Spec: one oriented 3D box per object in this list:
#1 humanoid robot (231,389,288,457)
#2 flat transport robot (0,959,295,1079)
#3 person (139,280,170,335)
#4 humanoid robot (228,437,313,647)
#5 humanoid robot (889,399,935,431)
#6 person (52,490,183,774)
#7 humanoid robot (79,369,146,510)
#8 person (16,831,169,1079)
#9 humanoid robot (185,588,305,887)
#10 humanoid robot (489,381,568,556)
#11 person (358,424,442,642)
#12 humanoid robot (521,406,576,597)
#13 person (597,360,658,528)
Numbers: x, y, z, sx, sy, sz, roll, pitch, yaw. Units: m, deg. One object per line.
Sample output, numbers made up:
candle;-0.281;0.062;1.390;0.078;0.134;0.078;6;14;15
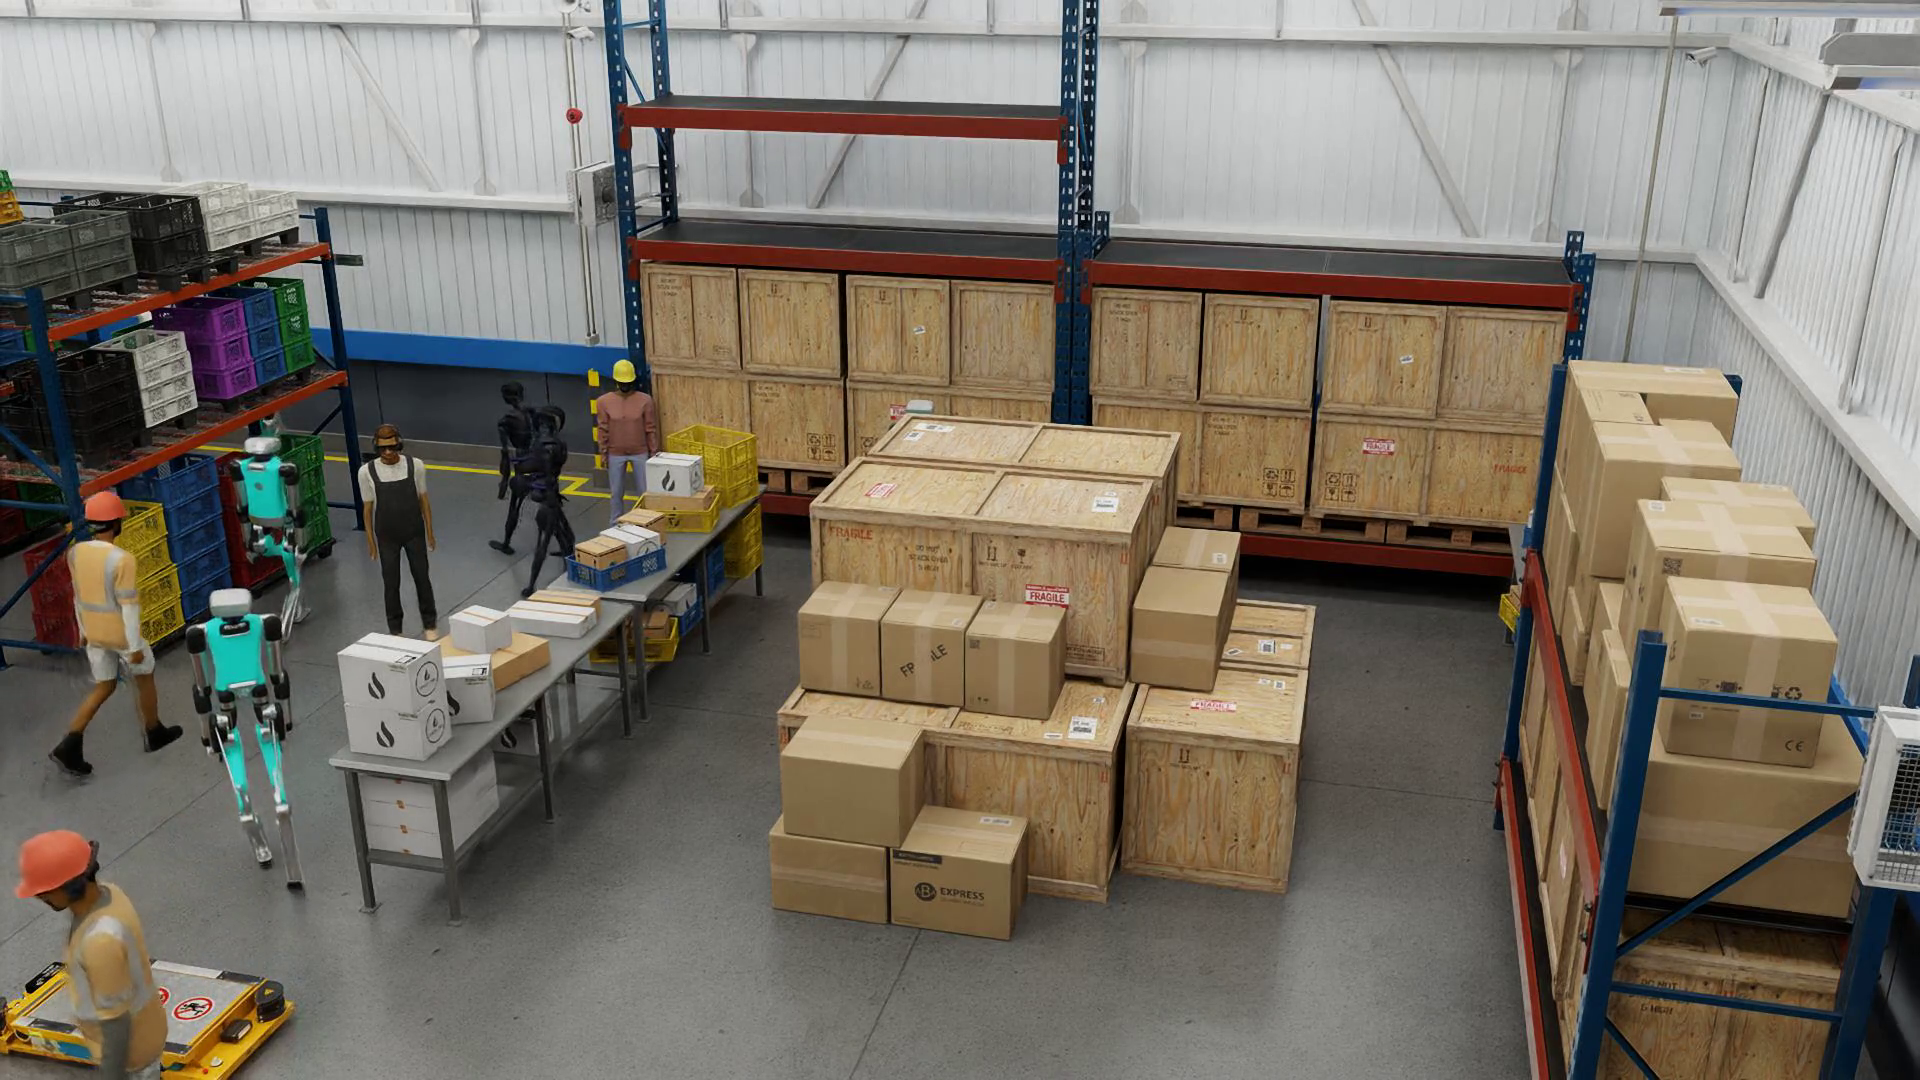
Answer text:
humanoid robot;-6.865;-1.303;16.433;0.537;1.792;0.831;8;22;21
flat transport robot;-4.270;2.464;8.601;1.431;0.231;0.659;5;22;13
person;-8.660;-2.070;18.267;0.560;1.836;0.398;-3;21;-8
humanoid robot;-5.309;-0.038;13.116;0.560;1.732;1.028;2;21;5
humanoid robot;-0.303;-0.254;13.464;0.533;1.677;0.735;-1;21;-2
person;-5.731;0.641;11.107;0.553;1.899;0.839;7;22;17
humanoid robot;-7.791;-0.812;15.291;0.612;1.646;0.772;3;21;7
person;-3.515;2.122;7.047;0.575;2.016;0.773;-11;23;-26
humanoid robot;-4.167;1.260;9.840;0.546;1.899;0.755;-12;24;-28
humanoid robot;-3.869;-0.625;14.766;0.778;1.620;0.591;9;23;21
person;-4.350;-0.030;12.938;0.502;1.837;0.338;-9;23;-23
humanoid robot;-3.448;-0.342;13.984;0.614;1.633;0.610;-4;21;-10
person;-2.983;-0.775;14.991;0.529;1.761;0.339;-3;21;-9
